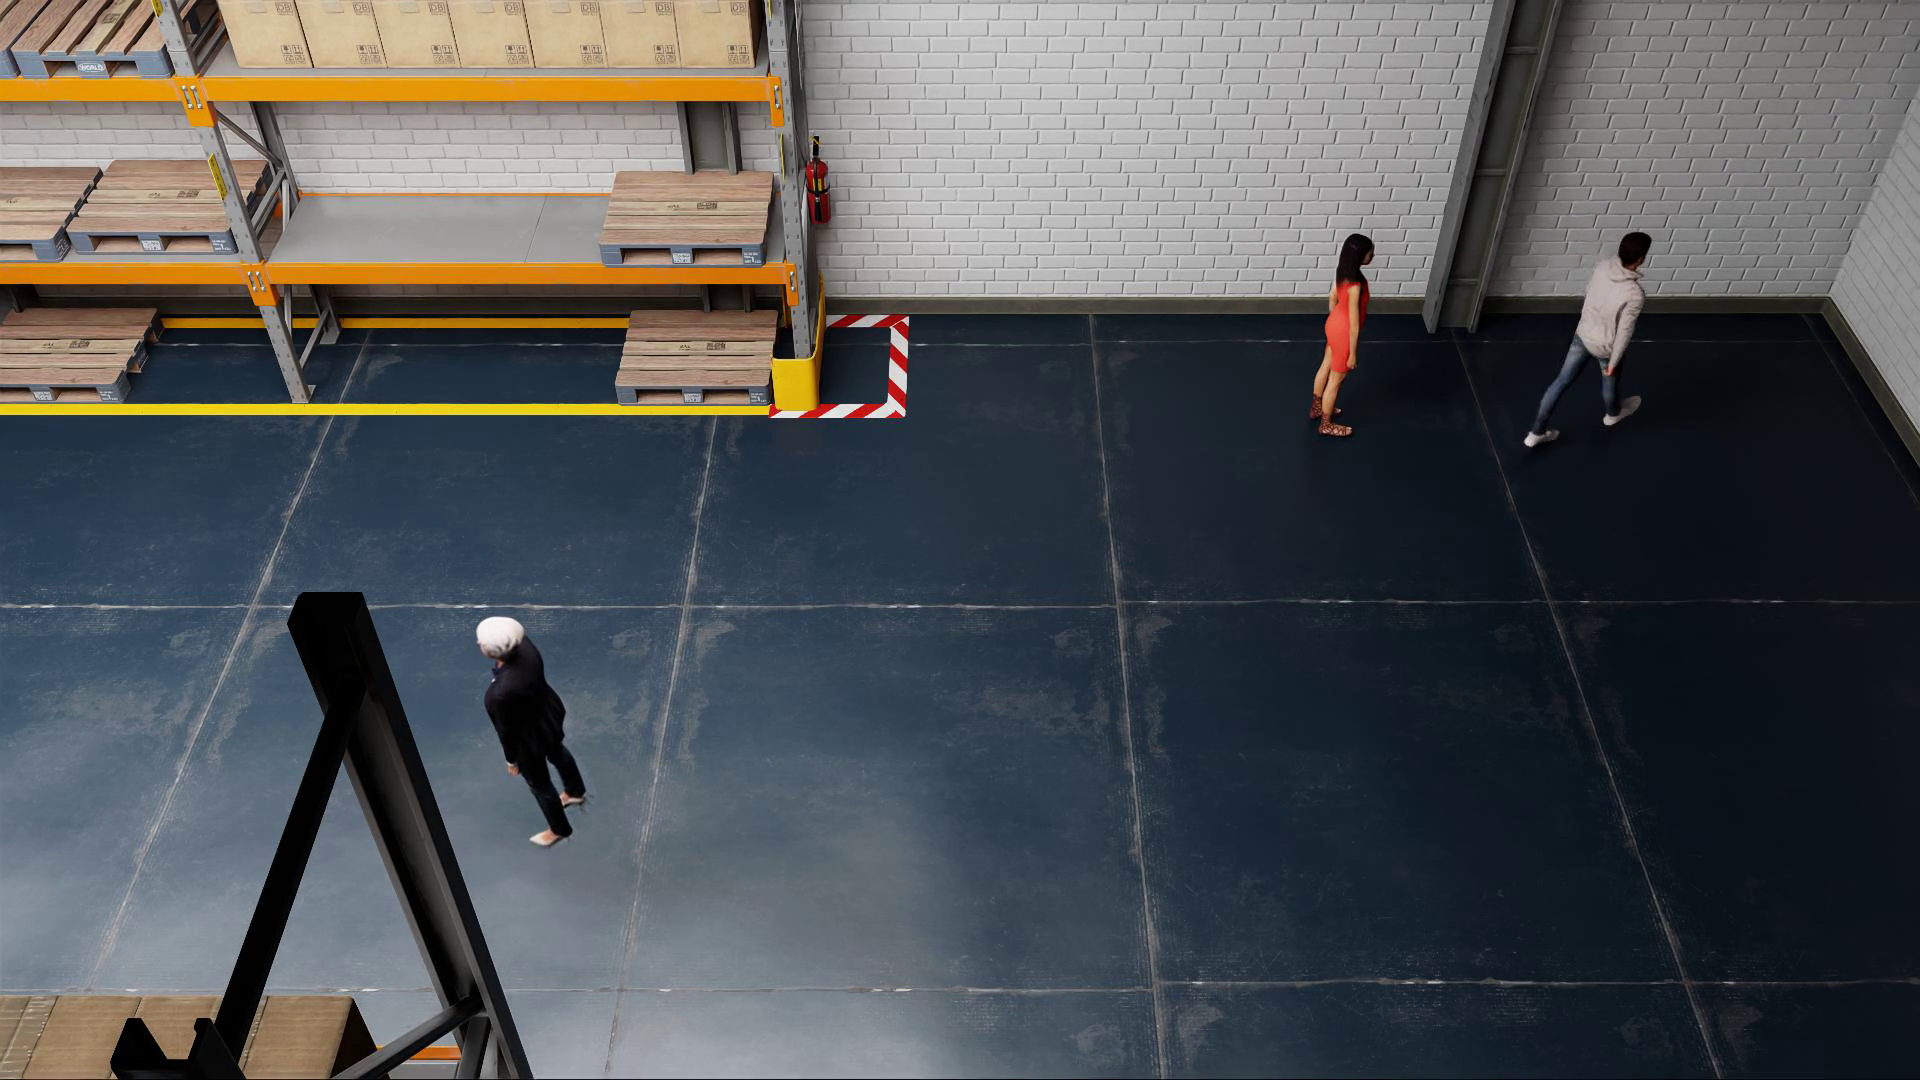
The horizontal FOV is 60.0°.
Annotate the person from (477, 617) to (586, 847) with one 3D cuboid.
[{"bbox_3d":[-2.286,0.975,8.929,0.660,1.778,0.762,9,44,9],"label":"person"}]

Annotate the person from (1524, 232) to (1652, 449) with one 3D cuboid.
[{"bbox_3d":[4.586,-1.420,12.185,1.351,1.799,1.078,-20,47,-20],"label":"person"}]

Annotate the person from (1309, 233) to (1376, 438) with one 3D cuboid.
[{"bbox_3d":[2.841,-1.529,12.357,0.554,1.719,0.621,-6,44,-6],"label":"person"}]
